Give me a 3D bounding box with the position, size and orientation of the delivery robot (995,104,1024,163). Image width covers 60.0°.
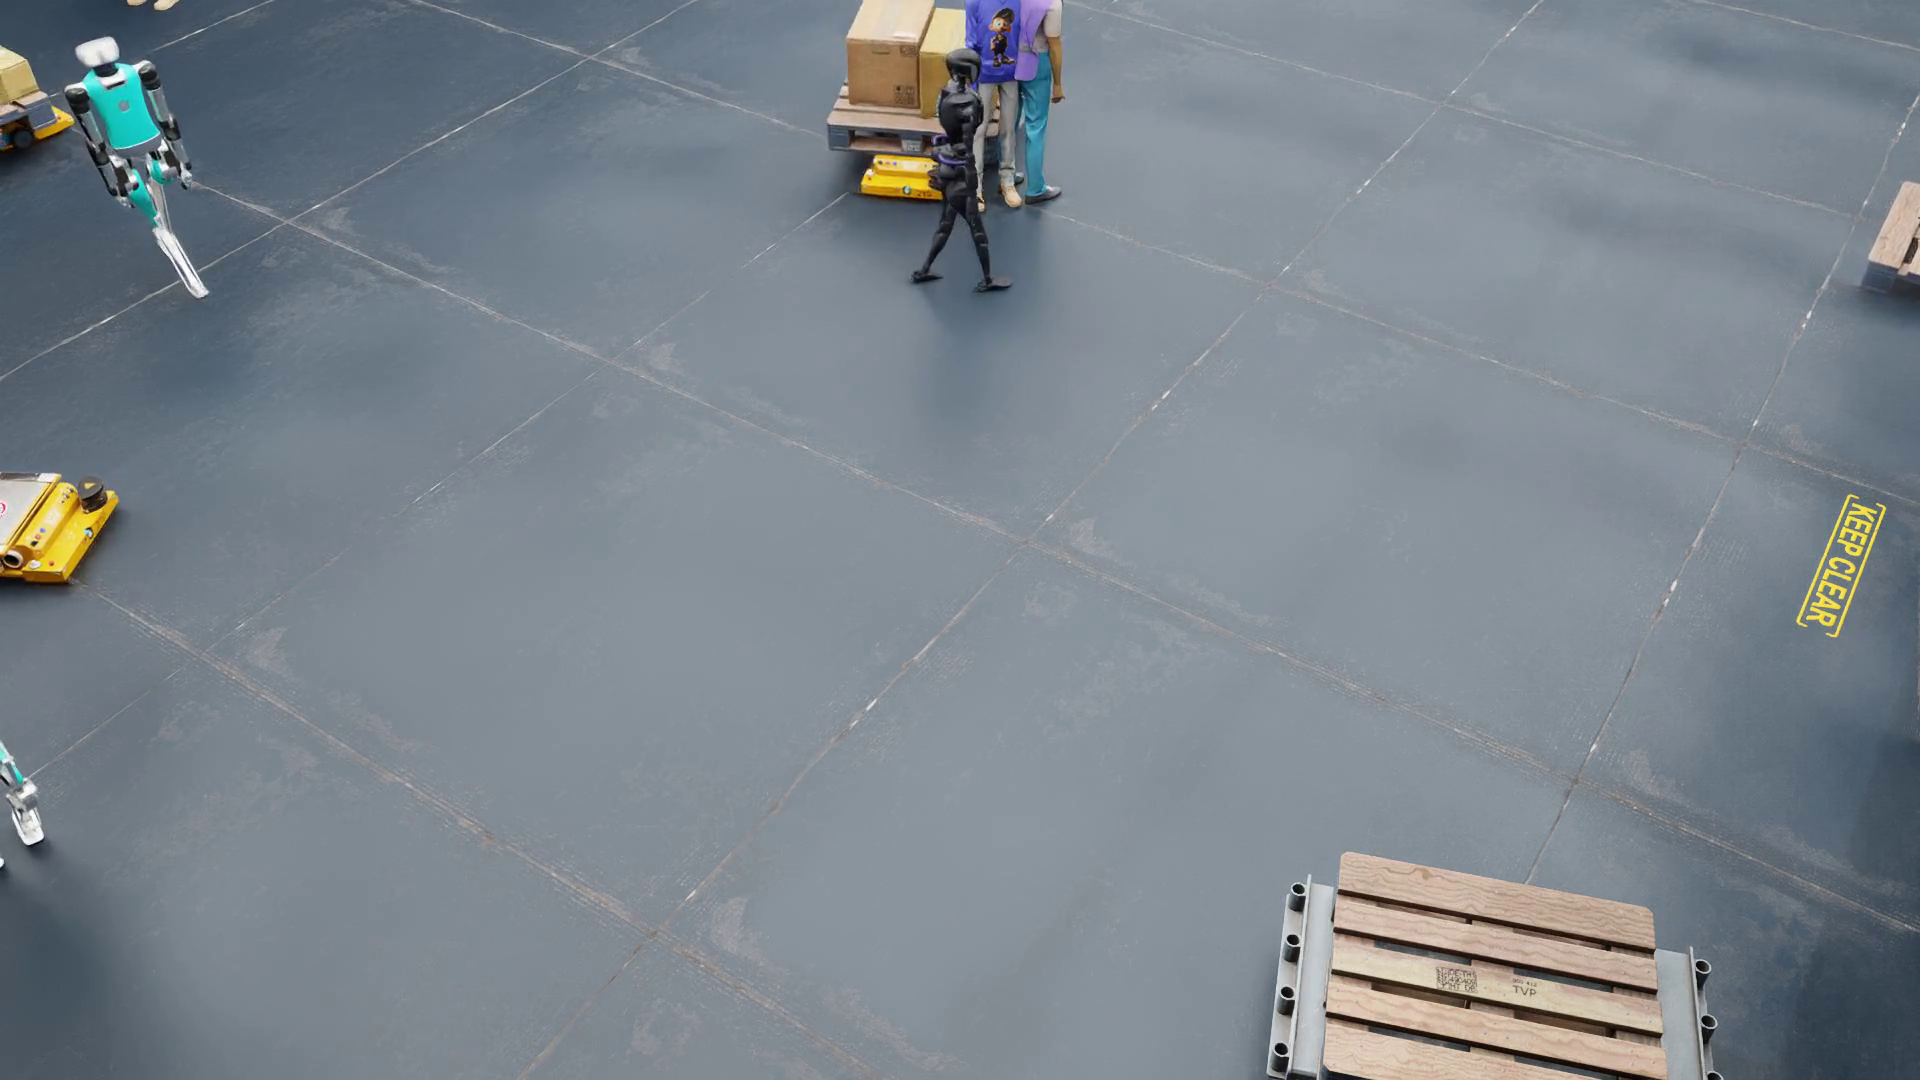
[{"bbox_3d":[0.202,-3.101,12.038,0.499,0.600,0.802,14,44,15],"label":"delivery robot"}]

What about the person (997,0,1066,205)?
[{"bbox_3d":[0.436,-3.124,11.092,0.568,1.843,0.373,31,50,30],"label":"person"}]

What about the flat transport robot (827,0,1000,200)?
[{"bbox_3d":[-0.263,-2.909,12.035,0.659,0.231,1.431,6,42,6],"label":"flat transport robot"}]

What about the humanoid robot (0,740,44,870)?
[{"bbox_3d":[-4.169,0.738,6.790,0.708,1.717,0.529,31,50,30],"label":"humanoid robot"}]

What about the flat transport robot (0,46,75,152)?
[{"bbox_3d":[-7.262,-2.903,12.028,0.659,0.231,1.431,27,48,27],"label":"flat transport robot"}]

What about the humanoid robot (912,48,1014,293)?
[{"bbox_3d":[0.003,-2.296,10.319,0.638,1.639,0.611,-9,43,-10],"label":"humanoid robot"}]

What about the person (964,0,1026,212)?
[{"bbox_3d":[0.255,-3.067,11.010,0.459,1.874,0.353,-8,42,-9],"label":"person"}]

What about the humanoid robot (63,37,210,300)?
[{"bbox_3d":[-5.112,-2.344,10.320,0.559,1.744,1.038,-28,49,-28],"label":"humanoid robot"}]

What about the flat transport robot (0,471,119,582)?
[{"bbox_3d":[-5.346,-0.080,8.869,1.431,0.231,0.659,2,42,2],"label":"flat transport robot"}]

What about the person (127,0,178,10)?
[{"bbox_3d":[-6.762,-5.175,13.465,0.482,1.742,0.325,17,44,18],"label":"person"}]
